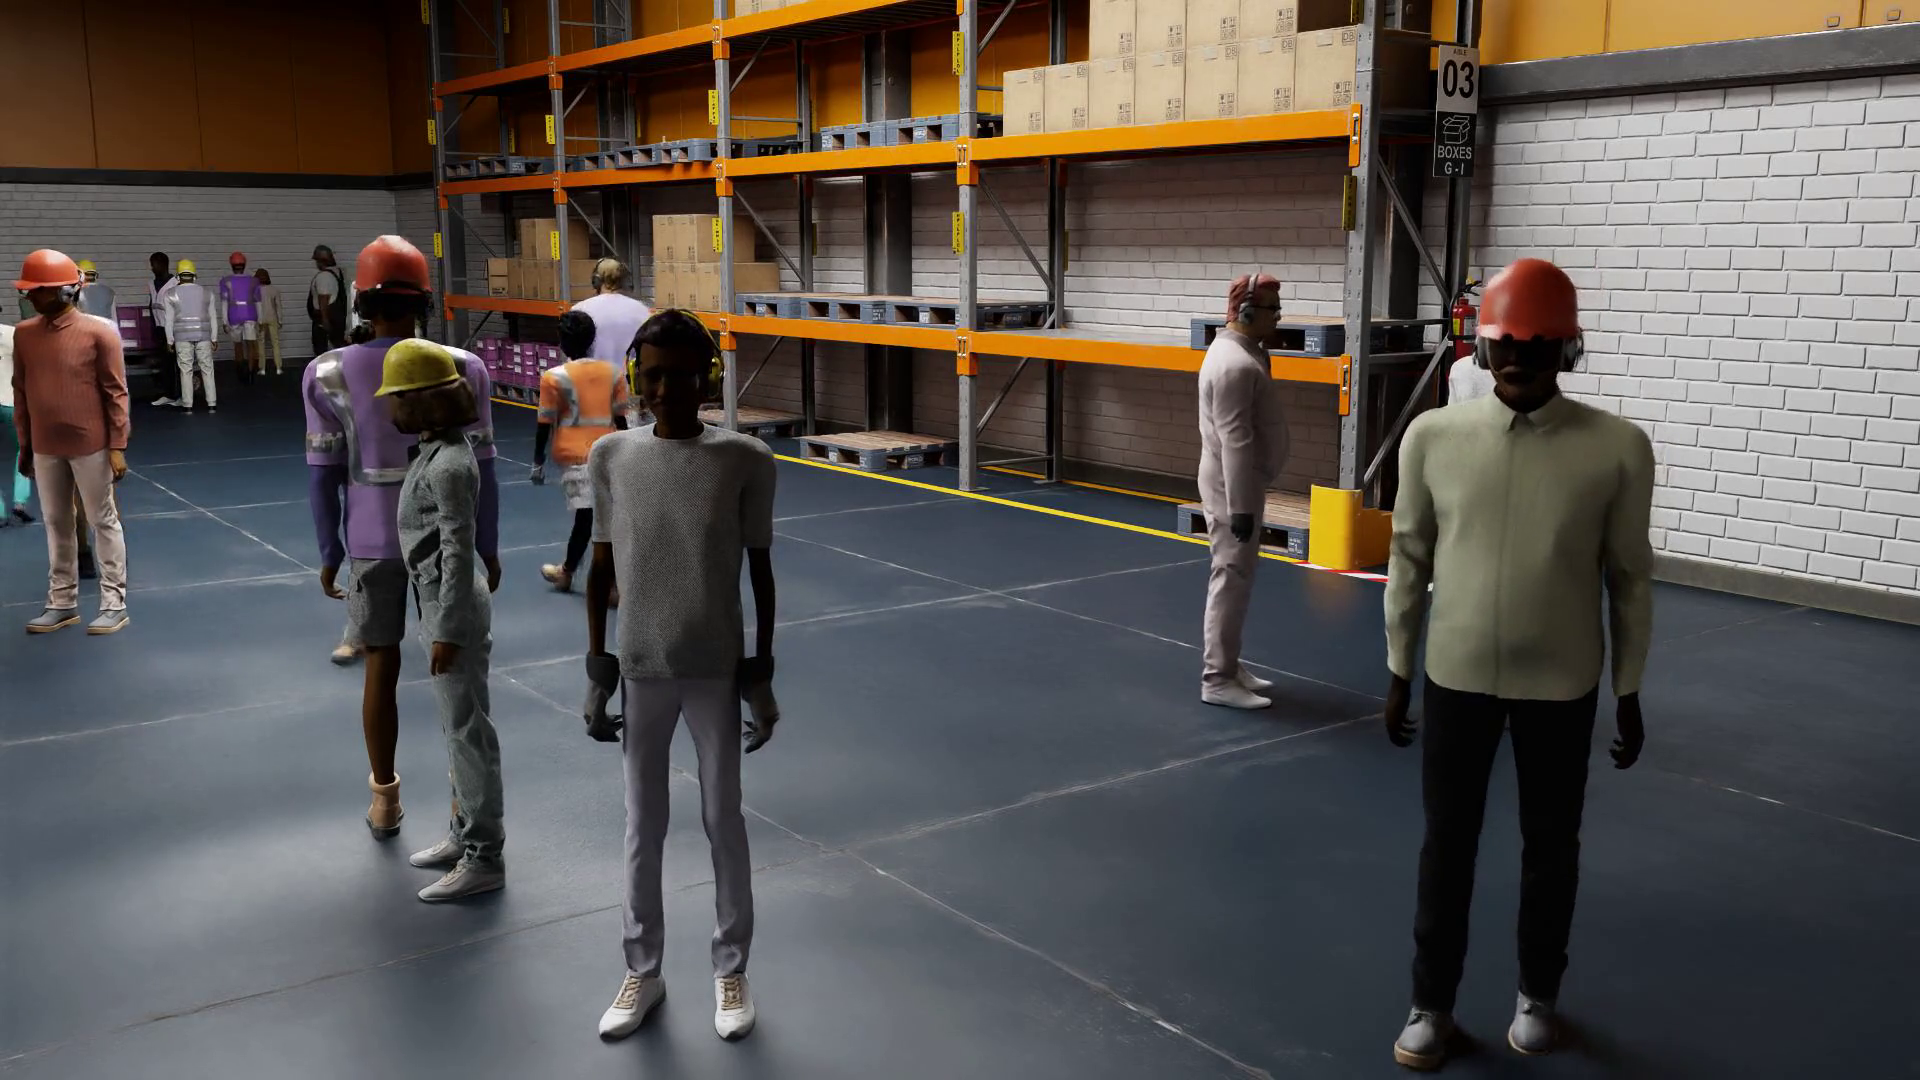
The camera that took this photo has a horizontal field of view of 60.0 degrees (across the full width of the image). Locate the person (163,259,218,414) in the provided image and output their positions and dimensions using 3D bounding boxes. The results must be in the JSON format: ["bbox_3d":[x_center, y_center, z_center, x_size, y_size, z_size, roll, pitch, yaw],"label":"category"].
[{"bbox_3d":[-9.120,-2.404,19.737,0.589,1.834,0.403,-7,12,-34],"label":"person"}]

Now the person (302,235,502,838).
[{"bbox_3d":[-1.881,-0.001,5.679,0.613,2.048,0.362,-2,10,-13],"label":"person"}]

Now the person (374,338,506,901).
[{"bbox_3d":[-1.615,0.246,5.170,0.311,1.735,0.483,-4,11,-20],"label":"person"}]

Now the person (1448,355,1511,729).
[{"bbox_3d":[2.256,-0.146,6.987,0.329,1.871,0.513,-7,13,-36],"label":"person"}]

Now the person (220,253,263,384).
[{"bbox_3d":[-10.409,-3.215,24.132,0.561,1.887,1.017,-5,11,-26],"label":"person"}]

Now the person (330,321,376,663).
[{"bbox_3d":[-2.806,-0.264,8.268,0.541,1.651,0.884,2,10,10],"label":"person"}]

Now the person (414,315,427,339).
[{"bbox_3d":[-7.737,-3.006,23.177,0.631,1.811,0.786,-2,10,-11],"label":"person"}]

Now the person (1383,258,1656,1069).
[{"bbox_3d":[1.348,0.316,4.081,0.624,1.997,0.423,4,11,23],"label":"person"}]

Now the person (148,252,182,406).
[{"bbox_3d":[-9.871,-2.629,20.778,0.590,1.913,0.399,5,11,26],"label":"person"}]

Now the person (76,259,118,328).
[{"bbox_3d":[-10.413,-2.445,19.969,0.403,1.830,0.598,6,12,31],"label":"person"}]

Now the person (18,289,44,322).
[{"bbox_3d":[-12.341,-2.735,22.274,0.503,1.587,0.802,2,10,13],"label":"person"}]

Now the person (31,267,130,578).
[{"bbox_3d":[-5.345,-0.723,10.054,0.566,1.926,0.400,-7,12,-36],"label":"person"}]

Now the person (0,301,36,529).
[{"bbox_3d":[-6.862,-0.958,11.859,0.557,1.752,0.448,-4,11,-19],"label":"person"}]

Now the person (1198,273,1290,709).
[{"bbox_3d":[1.238,-0.211,7.294,0.398,1.898,0.648,2,10,9],"label":"person"}]

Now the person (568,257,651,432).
[{"bbox_3d":[-2.505,-1.034,11.811,0.661,1.917,0.702,-7,12,-34],"label":"person"}]

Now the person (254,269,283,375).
[{"bbox_3d":[-10.699,-3.356,25.627,0.498,1.633,0.285,-6,12,-29],"label":"person"}]

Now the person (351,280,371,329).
[{"bbox_3d":[-7.297,-2.618,20.791,0.584,1.882,0.339,-8,13,-37],"label":"person"}]

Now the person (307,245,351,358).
[{"bbox_3d":[-9.053,-3.281,24.069,0.848,2.000,0.687,2,10,10],"label":"person"}]

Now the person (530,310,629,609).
[{"bbox_3d":[-2.144,-0.460,9.340,0.886,1.641,0.545,8,13,39],"label":"person"}]

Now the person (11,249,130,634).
[{"bbox_3d":[-4.609,-0.495,8.607,0.610,1.989,0.391,2,10,9],"label":"person"}]

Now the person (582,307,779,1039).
[{"bbox_3d":[-0.715,0.348,4.234,0.509,1.867,0.328,0,10,1],"label":"person"}]
